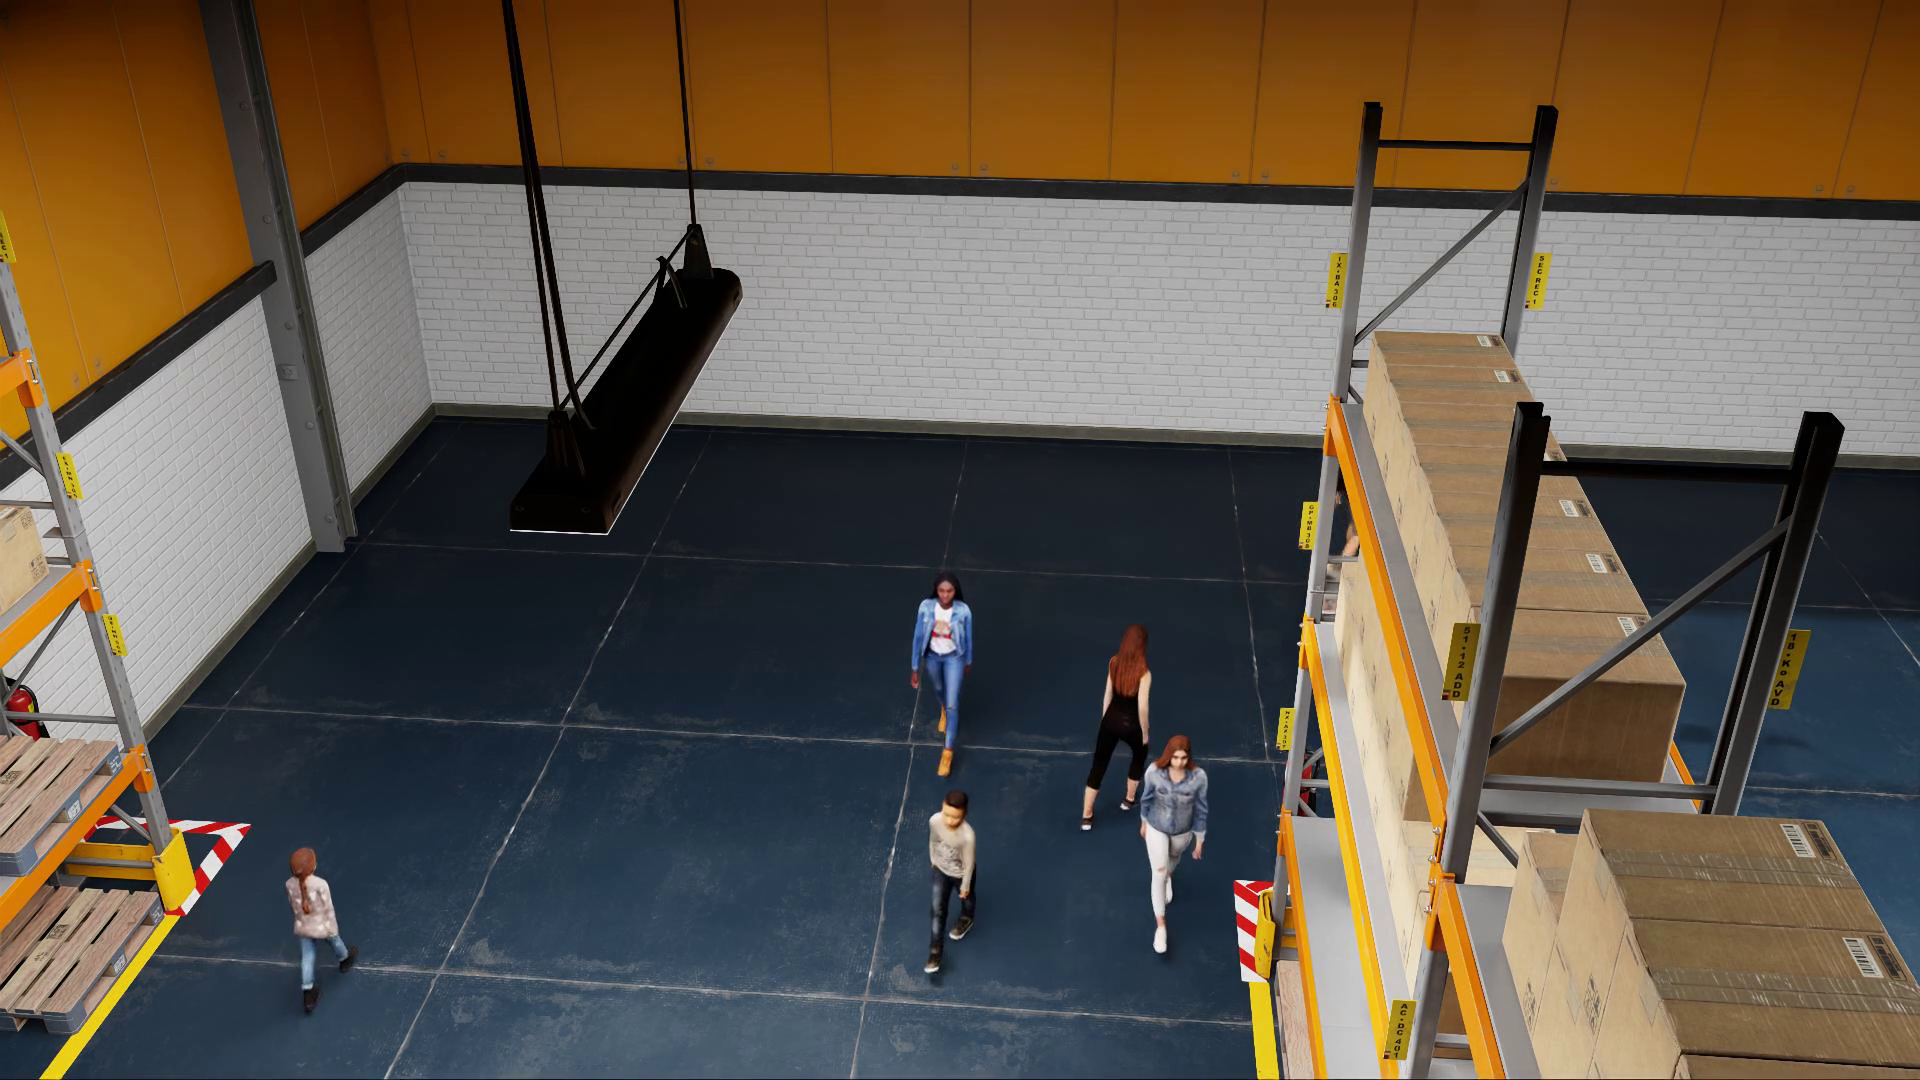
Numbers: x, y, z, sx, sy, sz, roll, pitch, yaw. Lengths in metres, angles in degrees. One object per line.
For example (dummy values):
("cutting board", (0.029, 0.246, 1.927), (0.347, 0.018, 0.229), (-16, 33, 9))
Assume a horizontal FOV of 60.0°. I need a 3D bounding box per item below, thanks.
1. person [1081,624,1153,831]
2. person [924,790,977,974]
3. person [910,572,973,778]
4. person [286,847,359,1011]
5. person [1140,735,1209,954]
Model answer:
("person", (1.194, 1.474, 12.691), (0.893, 1.681, 1.004), (22, 36, 34))
("person", (-0.015, 2.251, 11.536), (0.745, 1.422, 1.022), (14, 32, 24))
("person", (-0.126, 0.981, 13.616), (0.711, 1.659, 1.221), (6, 29, 10))
("person", (-4.357, 2.607, 11.147), (0.484, 1.169, 0.818), (3, 29, 5))
("person", (1.485, 2.000, 11.761), (0.627, 1.648, 1.095), (2, 29, 4))
